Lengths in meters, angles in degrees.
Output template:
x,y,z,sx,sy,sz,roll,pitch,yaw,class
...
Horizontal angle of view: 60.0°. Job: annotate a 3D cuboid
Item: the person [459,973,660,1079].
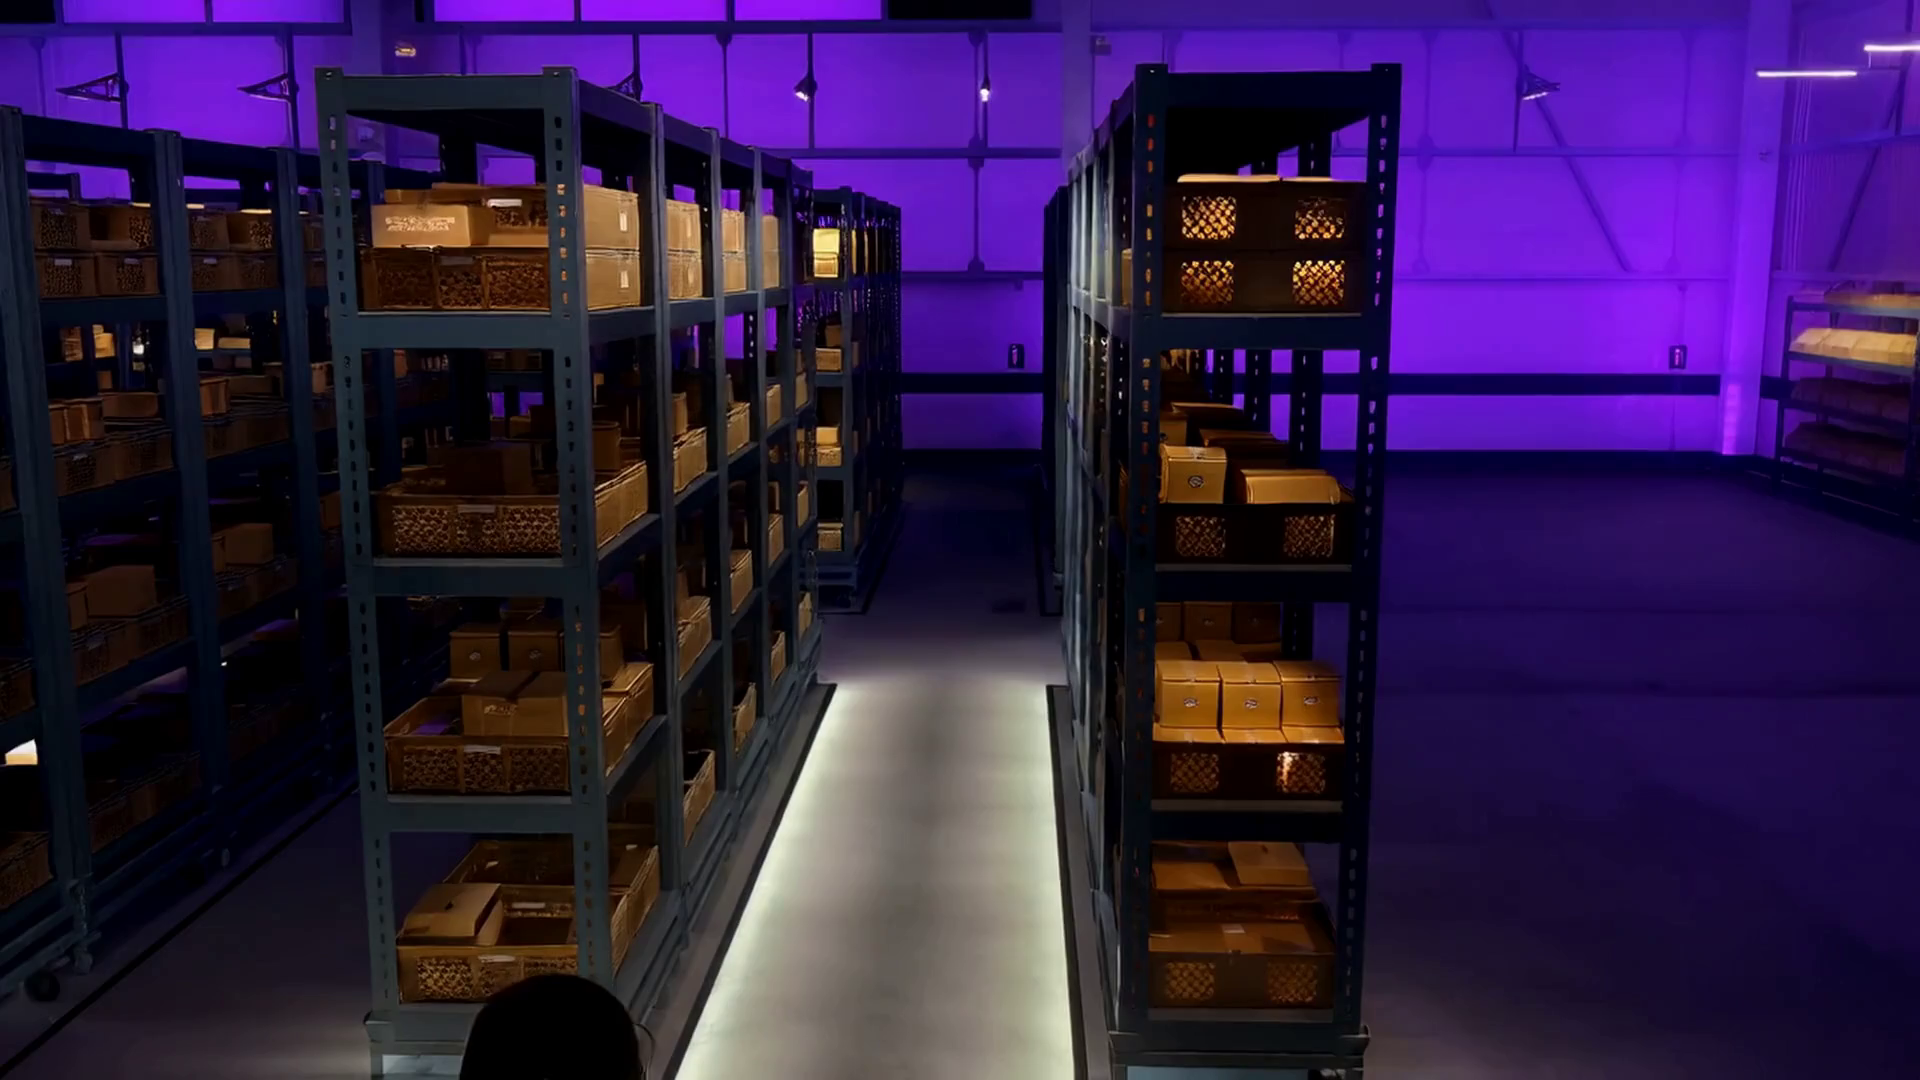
x,y,z,sx,sy,sz,roll,pitch,yaw,class
-0.577,1.612,2.576,0.614,1.993,0.395,8,12,37,person
